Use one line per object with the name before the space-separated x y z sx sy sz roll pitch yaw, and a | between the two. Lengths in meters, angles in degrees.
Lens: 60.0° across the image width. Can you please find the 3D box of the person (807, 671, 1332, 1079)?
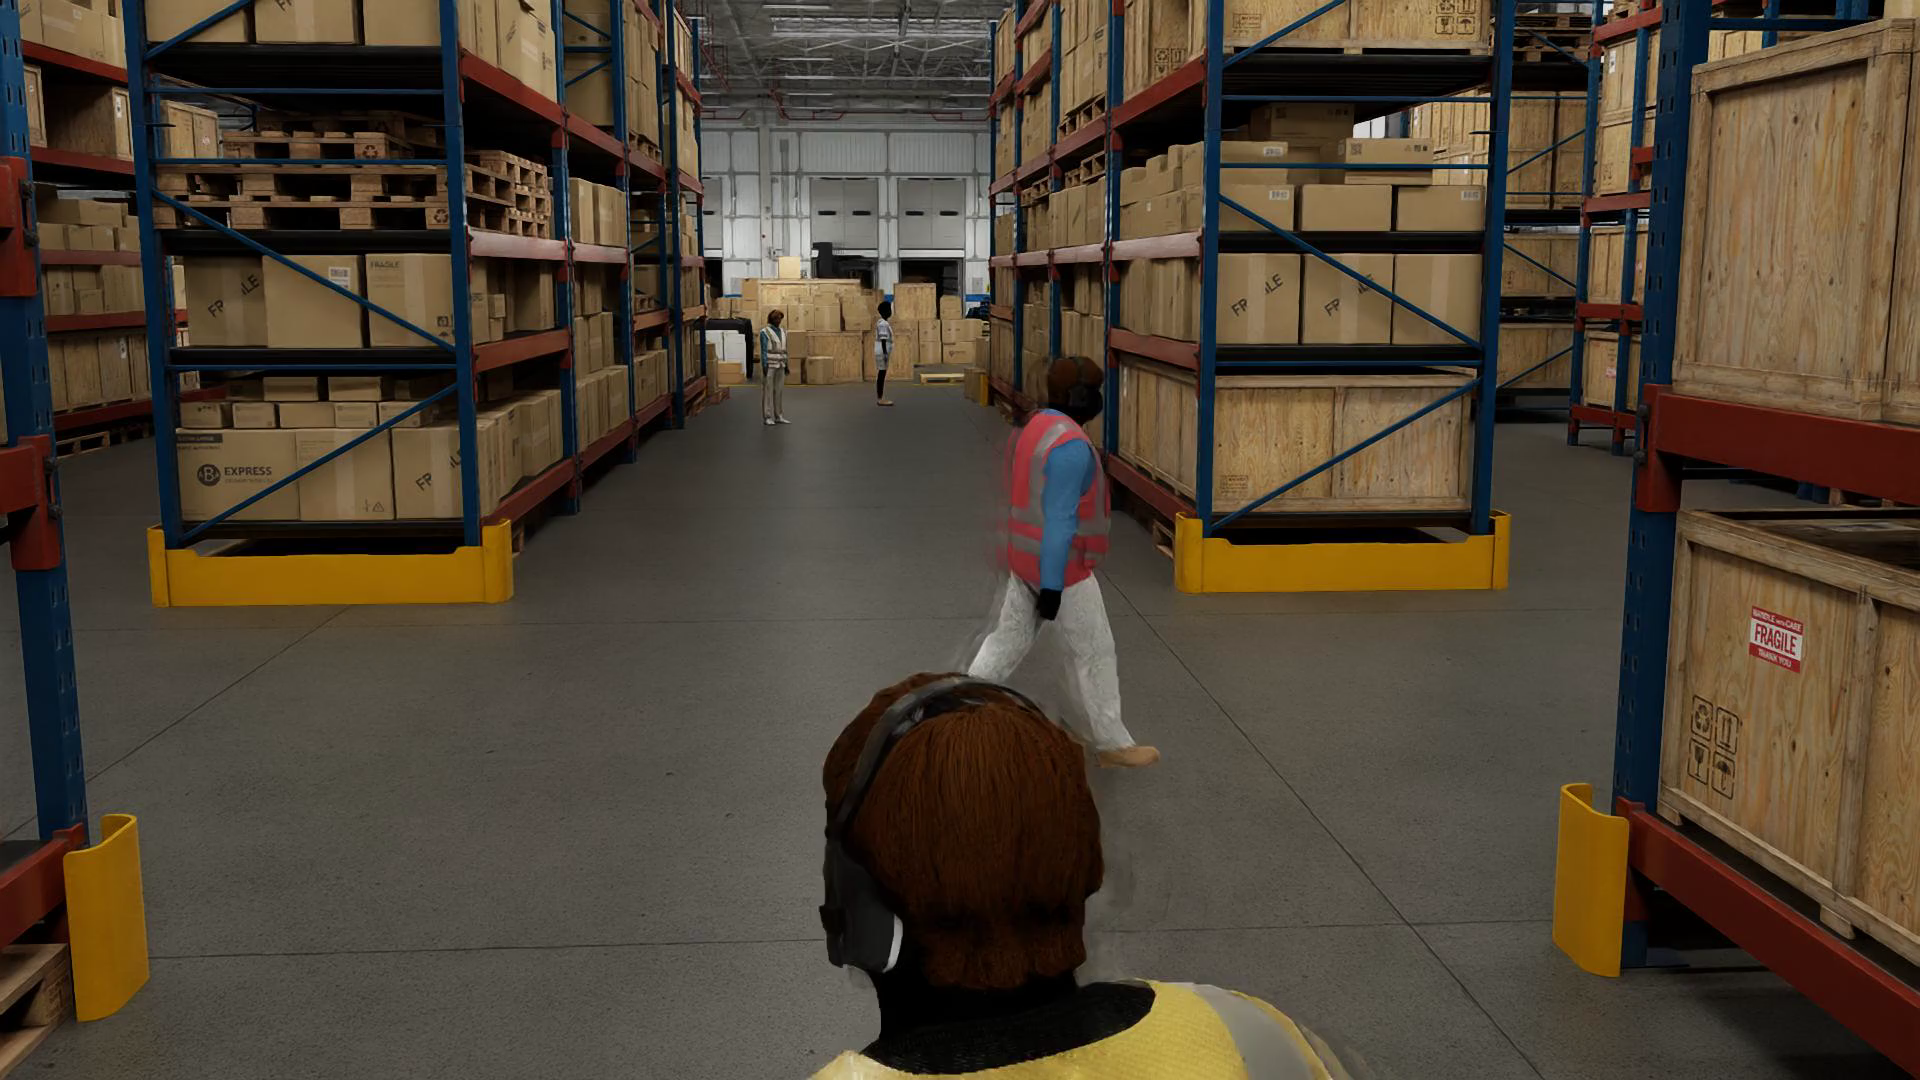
person | -0.009 0.992 1.475 0.622 1.797 0.941 -4 10 -24

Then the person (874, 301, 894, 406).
person | -1.234 -3.026 27.031 0.322 1.697 0.534 0 9 -2

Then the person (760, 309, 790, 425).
person | -2.631 -2.450 23.600 0.308 1.640 0.511 7 11 37

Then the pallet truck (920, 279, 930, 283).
pallet truck | -0.932 -8.922 63.114 1.885 1.965 0.823 2 9 13

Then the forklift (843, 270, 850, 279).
forklift | -4.347 -8.652 58.655 1.129 2.768 1.873 -6 11 -31

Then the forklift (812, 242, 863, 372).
forklift | -2.938 -5.074 36.192 1.873 2.768 1.129 -1 9 -4

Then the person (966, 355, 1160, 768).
person | 0.335 0.110 7.075 0.987 1.795 0.634 -2 9 -13
